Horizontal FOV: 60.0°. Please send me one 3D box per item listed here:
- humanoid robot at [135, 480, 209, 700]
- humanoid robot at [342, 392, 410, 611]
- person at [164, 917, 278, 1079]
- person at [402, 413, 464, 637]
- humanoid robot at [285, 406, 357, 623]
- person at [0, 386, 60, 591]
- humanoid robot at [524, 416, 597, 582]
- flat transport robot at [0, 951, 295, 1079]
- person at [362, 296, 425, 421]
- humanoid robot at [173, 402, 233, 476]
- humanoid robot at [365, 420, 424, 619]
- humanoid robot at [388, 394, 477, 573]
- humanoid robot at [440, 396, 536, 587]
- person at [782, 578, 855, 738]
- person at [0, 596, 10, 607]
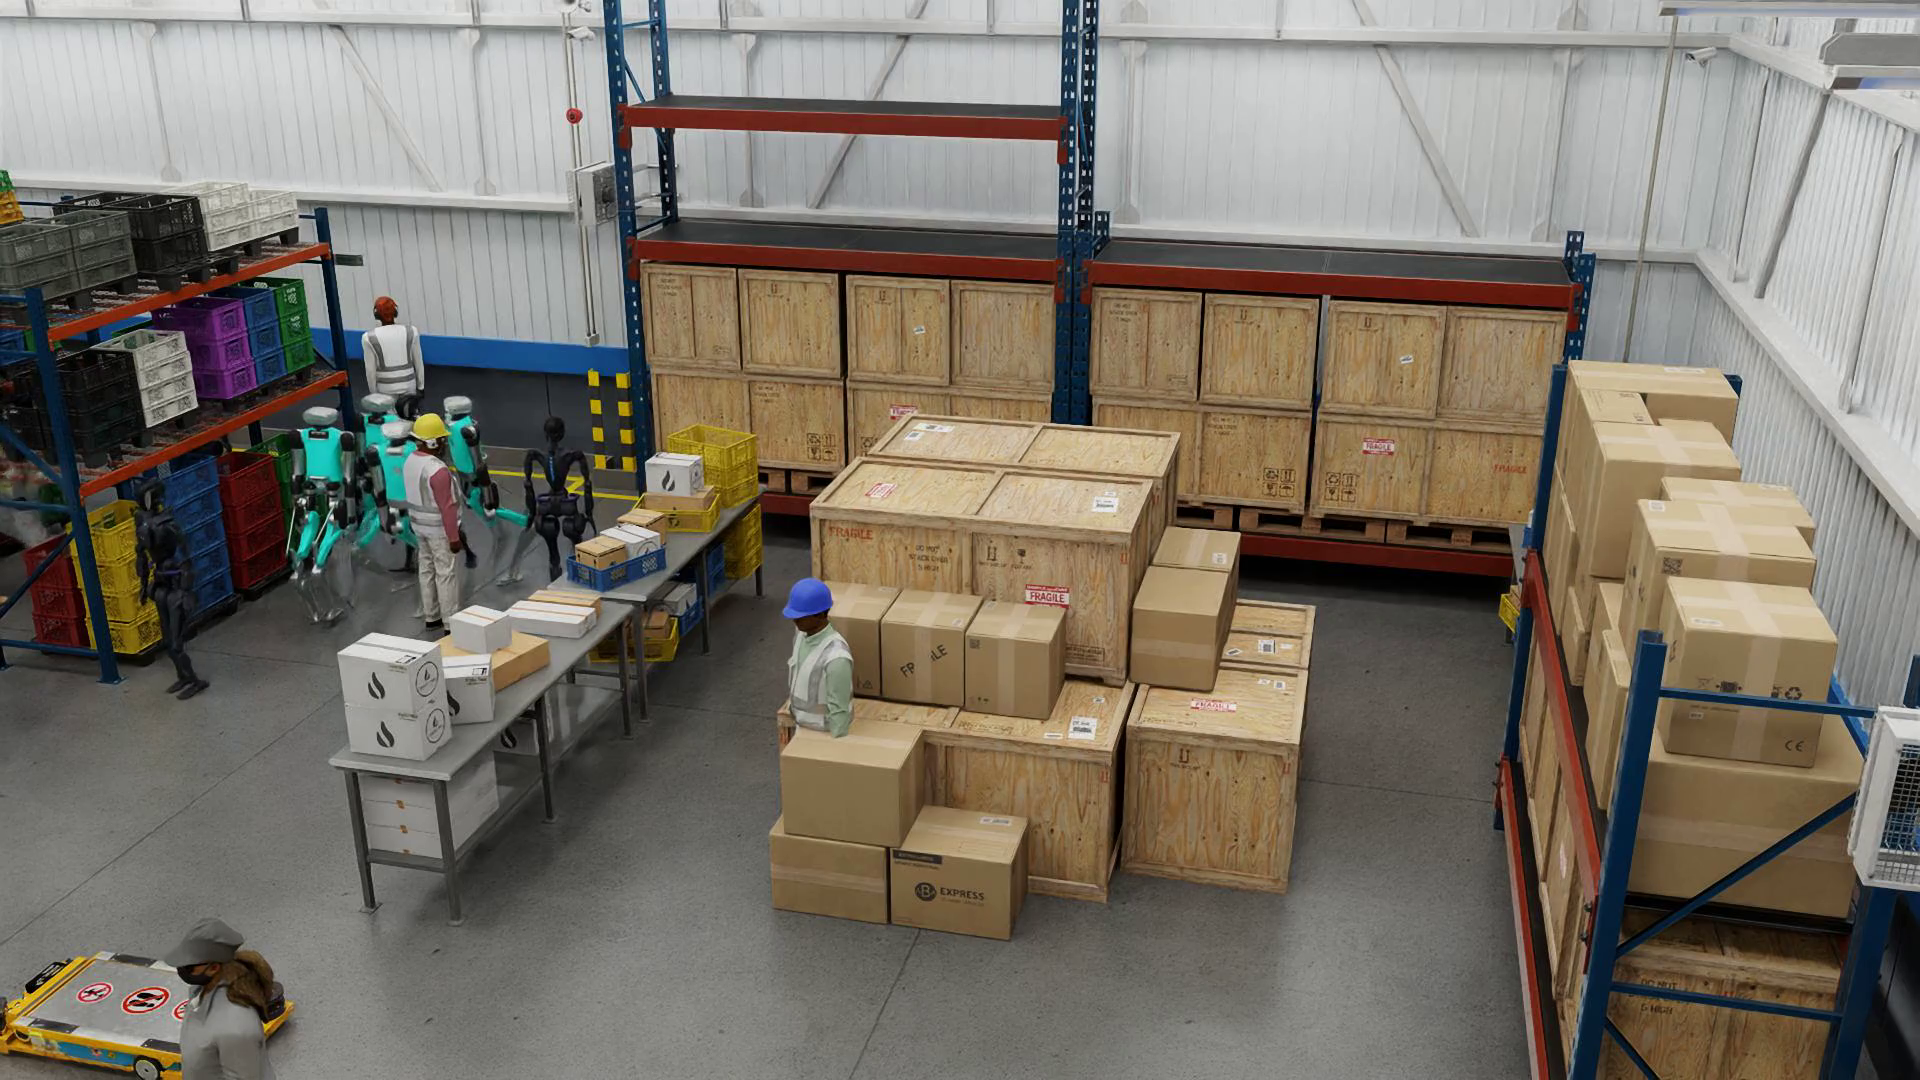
[{"bbox_3d":[-5.803,0.342,12.173,0.615,1.644,0.330,11,24,27],"label":"humanoid robot"},{"bbox_3d":[-4.934,-0.260,13.735,0.541,1.782,0.929,8,22,19],"label":"humanoid robot"},{"bbox_3d":[-2.965,2.320,6.875,0.399,1.768,0.560,-13,25,-31],"label":"person"},{"bbox_3d":[-4.126,-0.110,13.147,0.599,1.827,0.404,18,28,39],"label":"person"},{"bbox_3d":[-5.154,-0.130,13.324,0.556,1.752,0.841,1,21,2],"label":"humanoid robot"},{"bbox_3d":[-8.012,-0.461,14.091,0.458,1.812,0.707,-15,26,-35],"label":"person"},{"bbox_3d":[-3.293,-0.229,13.673,0.589,1.655,0.385,0,21,-1],"label":"humanoid robot"},{"bbox_3d":[-4.270,2.464,8.601,1.431,0.231,0.659,5,22,13],"label":"flat transport robot"},{"bbox_3d":[-5.686,-1.531,16.789,0.574,1.883,0.356,-13,24,-30],"label":"person"},{"bbox_3d":[-7.139,-0.940,15.598,0.601,1.655,0.697,5,21,12],"label":"humanoid robot"},{"bbox_3d":[-4.380,-0.156,13.464,0.536,1.827,0.735,0,21,0],"label":"humanoid robot"},{"bbox_3d":[-4.619,-0.492,14.416,0.587,1.623,0.724,14,25,32],"label":"humanoid robot"},{"bbox_3d":[-3.920,-0.397,14.037,0.766,1.762,0.540,-17,27,-37],"label":"humanoid robot"},{"bbox_3d":[-0.820,1.119,9.795,0.402,1.932,0.602,-10,23,-25],"label":"person"},{"bbox_3d":[-8.142,-0.349,13.478,0.368,2.044,0.606,1,21,1],"label":"person"}]
